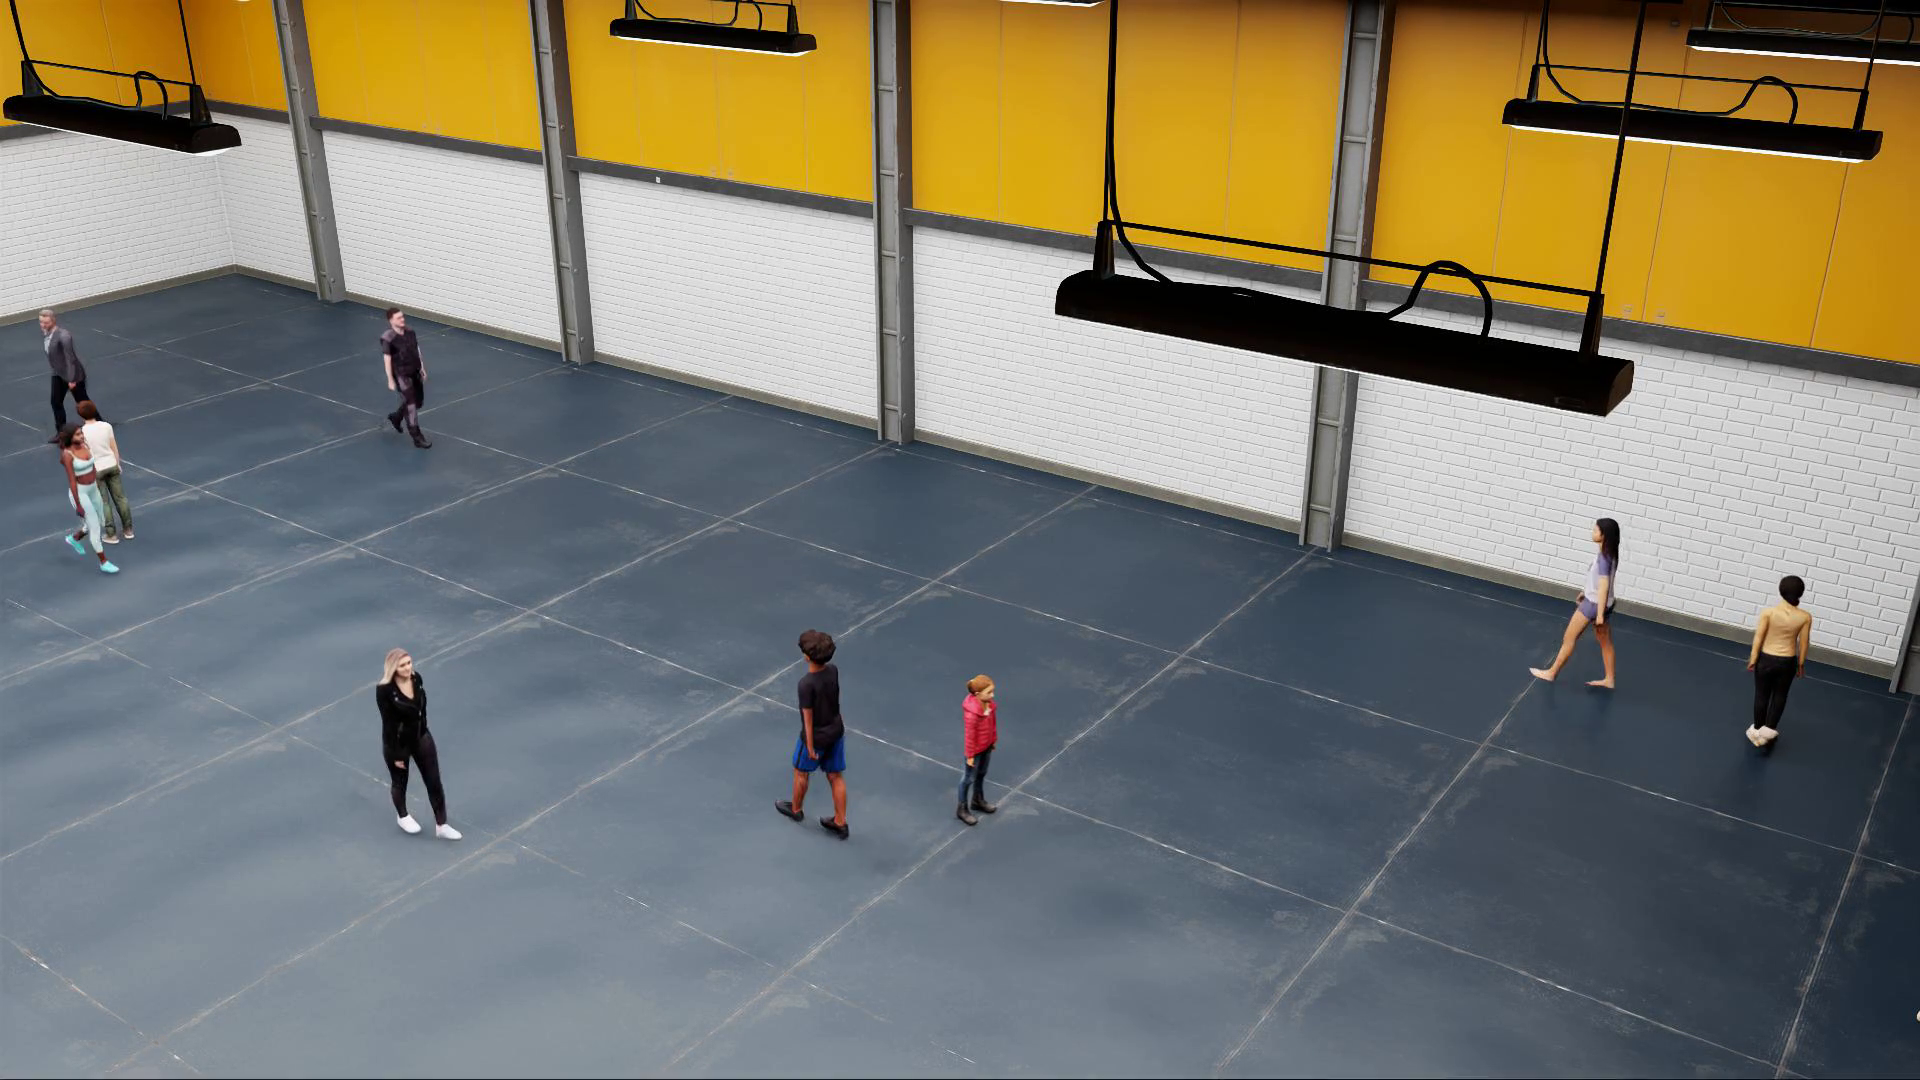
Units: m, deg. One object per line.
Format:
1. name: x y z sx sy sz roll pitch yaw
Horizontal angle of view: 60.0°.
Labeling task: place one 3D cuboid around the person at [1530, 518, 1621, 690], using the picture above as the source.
1. person: 5.973 0.625 15.353 1.029 1.700 0.715 11 26 23

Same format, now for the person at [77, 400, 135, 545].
1. person: -9.592 -0.771 18.605 0.551 1.653 0.595 19 30 36

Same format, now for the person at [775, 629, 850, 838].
1. person: -1.027 1.556 13.132 0.952 1.773 0.676 21 31 39

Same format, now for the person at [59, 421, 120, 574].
1. person: -9.429 -0.460 17.827 0.976 1.707 0.752 6 24 14

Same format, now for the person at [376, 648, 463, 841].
1. person: -4.447 1.600 13.173 0.915 1.659 0.644 18 30 36

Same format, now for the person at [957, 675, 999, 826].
1. person: 0.131 1.672 13.442 0.509 1.311 0.530 18 30 36

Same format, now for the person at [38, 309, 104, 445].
1. person: -11.552 -2.167 21.614 0.986 1.800 0.908 14 27 28

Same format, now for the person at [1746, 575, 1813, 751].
1. person: 7.065 1.068 14.395 0.727 1.654 0.765 9 25 19

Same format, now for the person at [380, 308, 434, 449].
1. person: -7.199 -2.110 21.444 1.099 1.831 0.856 10 26 22
